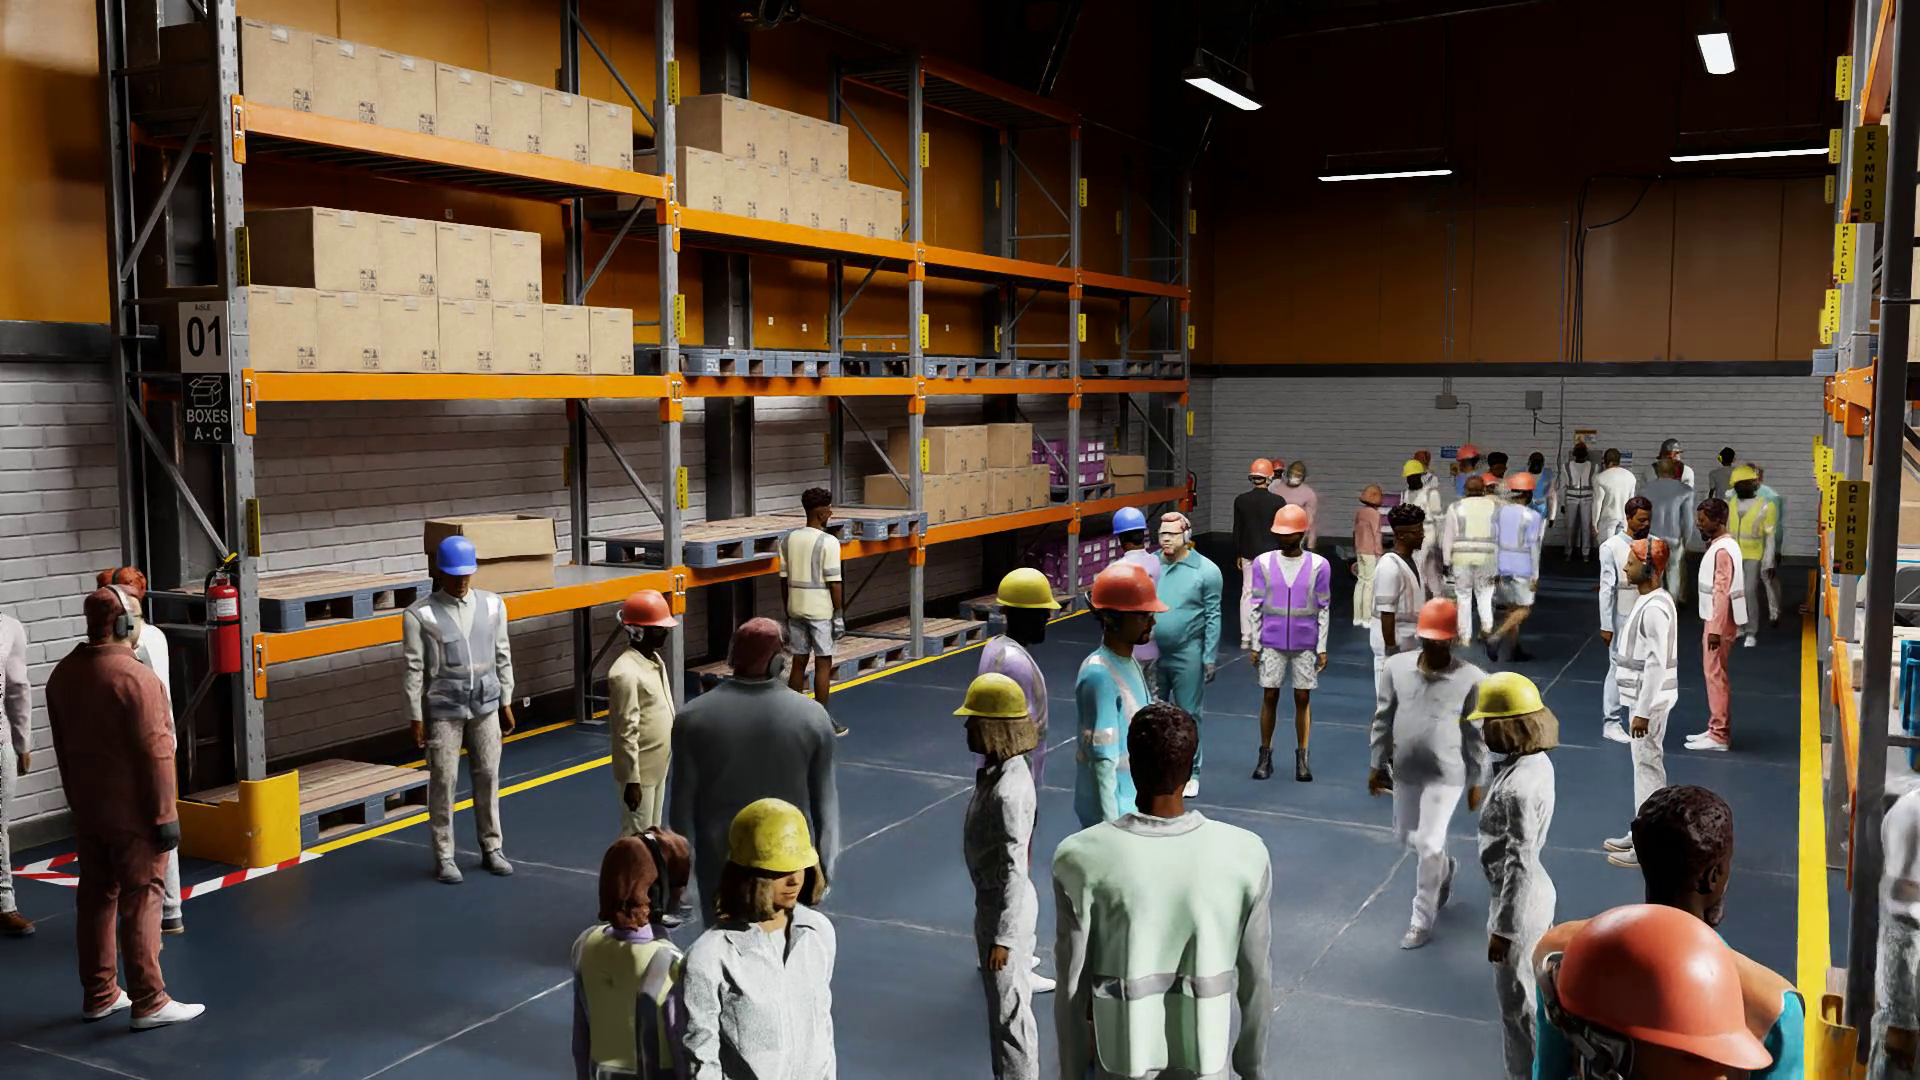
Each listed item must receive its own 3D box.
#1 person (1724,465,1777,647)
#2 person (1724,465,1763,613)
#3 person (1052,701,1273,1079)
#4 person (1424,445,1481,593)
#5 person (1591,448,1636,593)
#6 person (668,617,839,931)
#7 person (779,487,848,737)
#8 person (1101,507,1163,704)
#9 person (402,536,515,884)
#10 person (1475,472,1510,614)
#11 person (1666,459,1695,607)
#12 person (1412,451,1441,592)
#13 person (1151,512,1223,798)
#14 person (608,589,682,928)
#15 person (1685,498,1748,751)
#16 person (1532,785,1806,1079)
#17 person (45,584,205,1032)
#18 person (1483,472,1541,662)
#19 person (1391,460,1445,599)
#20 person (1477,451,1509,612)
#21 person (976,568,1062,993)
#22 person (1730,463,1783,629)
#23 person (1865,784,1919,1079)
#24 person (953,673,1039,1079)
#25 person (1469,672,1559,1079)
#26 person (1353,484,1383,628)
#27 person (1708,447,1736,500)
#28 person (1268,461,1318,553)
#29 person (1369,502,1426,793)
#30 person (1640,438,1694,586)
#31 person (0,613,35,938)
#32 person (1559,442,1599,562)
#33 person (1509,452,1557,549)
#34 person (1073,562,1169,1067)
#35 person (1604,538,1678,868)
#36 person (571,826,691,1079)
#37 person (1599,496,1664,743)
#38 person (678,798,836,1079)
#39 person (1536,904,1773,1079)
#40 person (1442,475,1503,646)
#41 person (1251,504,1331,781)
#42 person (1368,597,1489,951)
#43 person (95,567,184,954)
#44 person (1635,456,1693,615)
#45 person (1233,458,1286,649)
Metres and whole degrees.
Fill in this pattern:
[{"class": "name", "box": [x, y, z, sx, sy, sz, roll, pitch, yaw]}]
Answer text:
[{"class": "person", "box": [8.341, 0.161, 17.628, 0.386, 1.926, 0.633, -4, 7, -37]}, {"class": "person", "box": [9.565, -0.013, 20.212, 0.575, 1.794, 0.972, 3, 6, 27]}, {"class": "person", "box": [0.535, 1.384, 4.431, 0.593, 1.920, 0.391, 0, 5, -3]}, {"class": "person", "box": [6.330, -0.191, 20.971, 1.024, 1.989, 0.634, 5, 7, 41]}, {"class": "person", "box": [8.617, -0.248, 21.974, 0.622, 1.932, 0.368, -1, 5, -15]}, {"class": "person", "box": [-0.797, 1.233, 6.477, 0.659, 1.857, 1.012, -1, 5, -6]}, {"class": "person", "box": [-1.143, 0.561, 13.027, 0.612, 1.964, 0.364, 4, 7, 39]}, {"class": "person", "box": [1.169, 0.749, 11.164, 0.603, 1.937, 0.402, -4, 7, -38]}, {"class": "person", "box": [-2.777, 0.934, 9.237, 0.614, 1.933, 0.418, -4, 7, -39]}, {"class": "person", "box": [6.260, 0.059, 19.671, 0.572, 1.734, 0.585, -1, 5, -13]}, {"class": "person", "box": [8.902, -0.086, 20.654, 0.373, 1.840, 0.570, 0, 5, -5]}, {"class": "person", "box": [6.145, -0.247, 22.185, 0.355, 1.882, 0.576, -3, 6, -26]}, {"class": "person", "box": [1.416, 0.765, 11.148, 0.636, 1.911, 0.404, 3, 6, 26]}, {"class": "person", "box": [-1.545, 1.113, 8.230, 0.337, 1.749, 0.574, 0, 5, 4]}, {"class": "person", "box": [5.742, 0.633, 12.588, 0.400, 1.908, 0.602, 2, 6, 21]}, {"class": "person", "box": [1.487, 1.468, 3.525, 0.391, 1.920, 0.587, -4, 7, -40]}, {"class": "person", "box": [-3.580, 1.138, 7.139, 0.643, 1.909, 0.411, 3, 6, 26]}, {"class": "person", "box": [5.405, 0.288, 16.296, 0.720, 1.920, 0.549, -3, 6, -29]}, {"class": "person", "box": [5.399, -0.004, 19.653, 1.020, 1.869, 0.607, -2, 6, -22]}, {"class": "person", "box": [6.481, -0.103, 20.237, 0.373, 1.957, 0.606, -1, 6, -16]}, {"class": "person", "box": [0.269, 1.083, 7.628, 0.382, 1.924, 0.594, -1, 5, -9]}, {"class": "person", "box": [8.874, 0.084, 18.659, 0.995, 1.872, 0.704, -3, 6, -31]}, {"class": "person", "box": [2.882, 1.345, 5.031, 0.604, 1.892, 0.780, -2, 6, -22]}, {"class": "person", "box": [0.125, 1.335, 5.897, 0.295, 1.744, 0.490, 0, 5, -5]}, {"class": "person", "box": [1.969, 1.332, 5.969, 0.310, 1.736, 0.484, 2, 6, 25]}, {"class": "person", "box": [4.646, 0.184, 18.870, 0.267, 1.631, 0.507, -1, 5, -13]}, {"class": "person", "box": [11.138, -0.419, 24.183, 0.504, 1.862, 0.329, 2, 6, 16]}, {"class": "person", "box": [3.941, -0.013, 19.669, 0.657, 1.889, 0.967, 5, 7, 41]}, {"class": "person", "box": [2.984, 0.722, 11.299, 0.374, 1.966, 0.608, 3, 6, 29]}, {"class": "person", "box": [9.685, -0.378, 22.742, 0.683, 2.000, 0.536, 4, 7, 39]}, {"class": "person", "box": [-4.876, 1.035, 8.158, 0.370, 1.932, 0.636, 4, 7, 36]}, {"class": "person", "box": [9.615, -0.582, 25.849, 0.567, 1.878, 0.353, 2, 6, 16]}, {"class": "person", "box": [8.155, -0.344, 23.680, 0.637, 1.794, 0.912, 2, 6, 18]}, {"class": "person", "box": [0.655, 1.106, 6.766, 0.371, 2.044, 0.607, 1, 5, 13]}, {"class": "person", "box": [3.918, 0.929, 9.531, 0.355, 1.882, 0.575, 2, 6, 19]}, {"class": "person", "box": [-0.788, 1.542, 4.205, 0.512, 1.642, 0.312, 5, 7, 42]}, {"class": "person", "box": [5.177, 0.611, 12.847, 0.597, 1.907, 0.409, -3, 6, -25]}, {"class": "person", "box": [-0.470, 1.498, 4.132, 0.299, 1.745, 0.483, 5, 7, 42]}, {"class": "person", "box": [0.977, 1.526, 2.527, 0.392, 1.990, 0.611, 2, 6, 17]}, {"class": "person", "box": [5.405, 0.224, 17.477, 0.640, 1.817, 0.452, 1, 5, 6]}, {"class": "person", "box": [2.294, 0.714, 11.566, 0.547, 1.934, 0.376, 1, 5, 14]}, {"class": "person", "box": [2.367, 1.120, 8.300, 0.566, 1.723, 0.699, 4, 7, 39]}, {"class": "person", "box": [-4.026, 1.065, 8.125, 0.351, 1.878, 0.568, -1, 5, -10]}, {"class": "person", "box": [8.253, -0.016, 19.543, 0.622, 1.913, 0.631, 1, 5, 14]}, {"class": "person", "box": [3.132, 0.152, 17.272, 0.612, 1.997, 0.376, 4, 6, 34]}]
